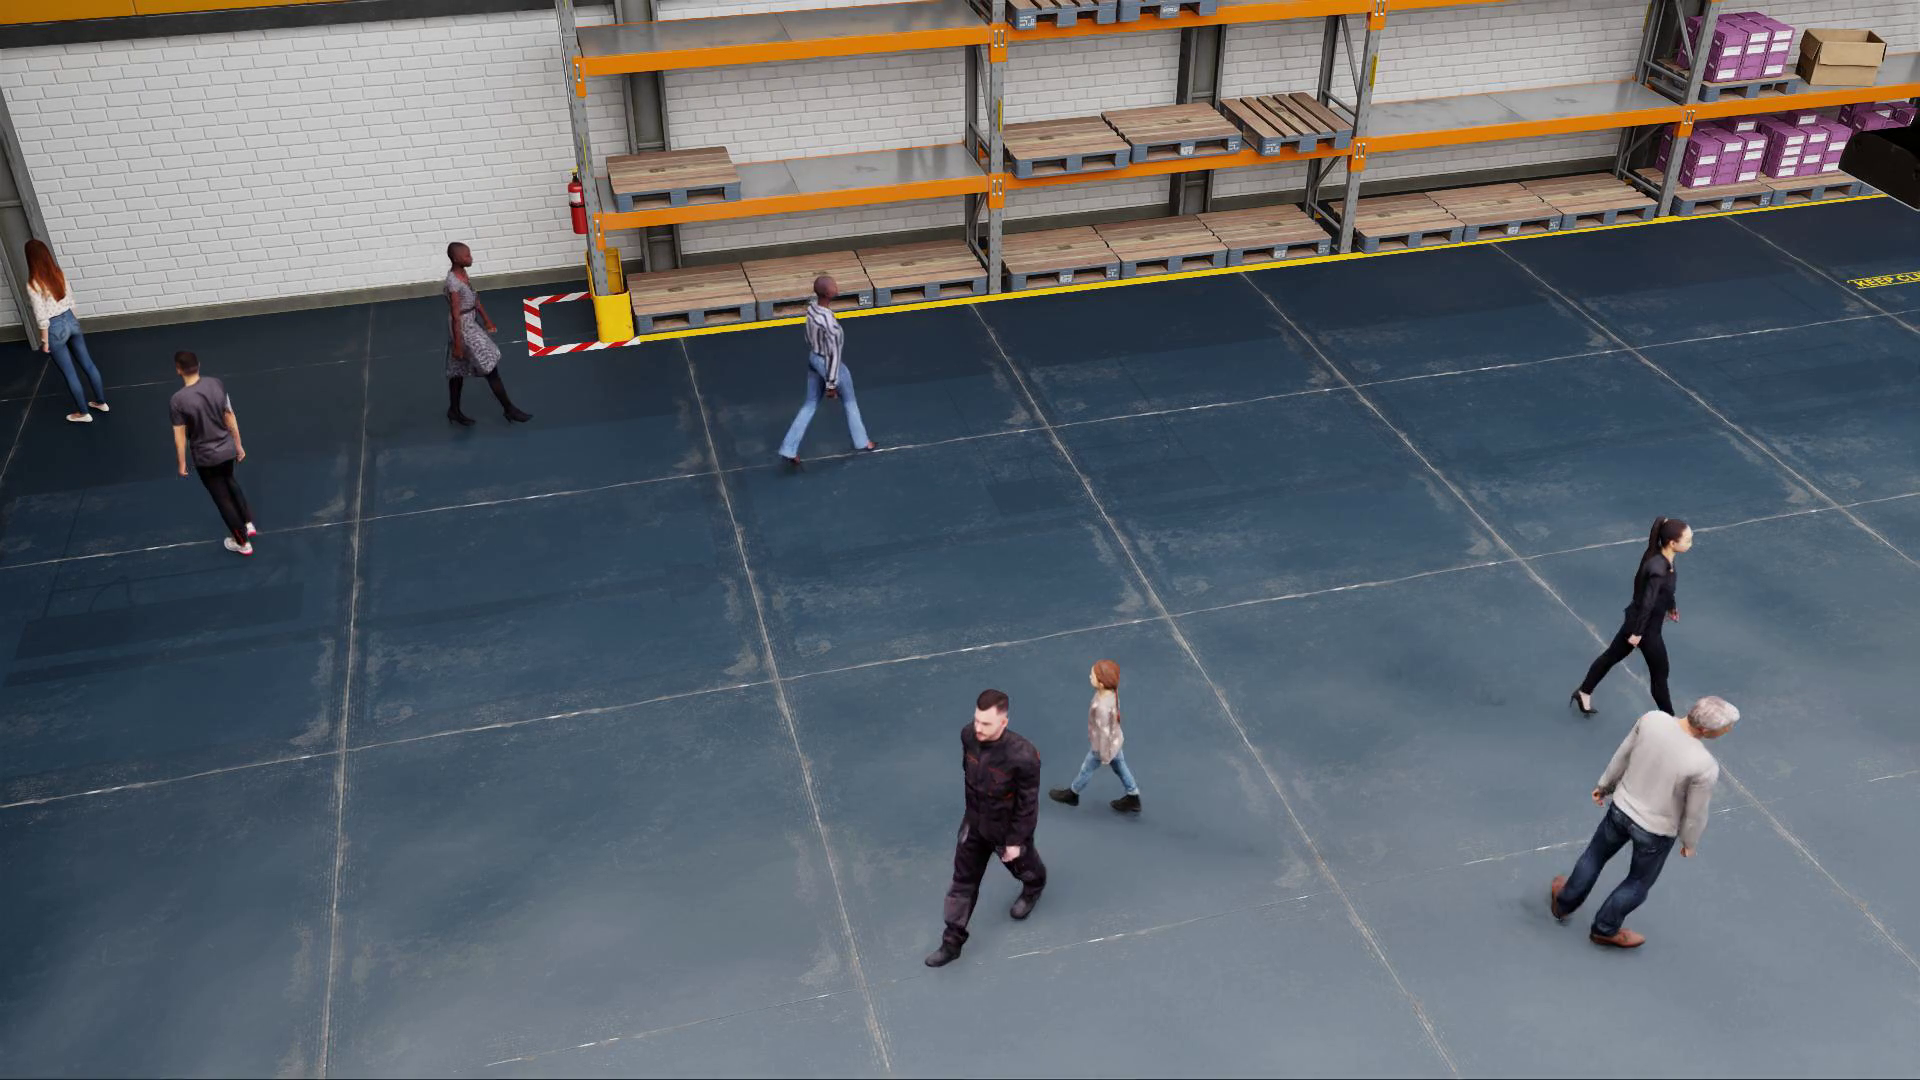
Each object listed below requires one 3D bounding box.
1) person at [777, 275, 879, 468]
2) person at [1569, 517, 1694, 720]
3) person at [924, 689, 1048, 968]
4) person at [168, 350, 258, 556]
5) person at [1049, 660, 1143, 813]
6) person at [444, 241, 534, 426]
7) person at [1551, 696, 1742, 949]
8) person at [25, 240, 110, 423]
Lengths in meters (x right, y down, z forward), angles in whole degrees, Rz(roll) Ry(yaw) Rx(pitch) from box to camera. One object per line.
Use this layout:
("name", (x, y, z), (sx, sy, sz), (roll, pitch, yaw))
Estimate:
("person", (-1.210, -1.374, 14.013), (1.245, 1.748, 0.919), (-22, 39, -29))
("person", (4.505, 0.569, 11.170), (1.108, 1.660, 0.986), (13, 36, 19))
("person", (0.284, 1.565, 9.542), (1.199, 1.803, 1.326), (22, 40, 30))
("person", (-5.739, -0.639, 12.904), (0.811, 1.751, 0.756), (16, 37, 23))
("person", (0.979, 1.279, 10.550), (0.896, 1.164, 0.762), (11, 35, 15))
("person", (-4.440, -1.770, 14.599), (0.970, 1.759, 0.641), (-8, 34, -12))
("person", (3.833, 1.586, 9.463), (0.793, 1.856, 0.977), (-25, 41, -32))
("person", (-7.972, -1.864, 14.768), (0.683, 1.728, 0.653), (12, 35, 17))
